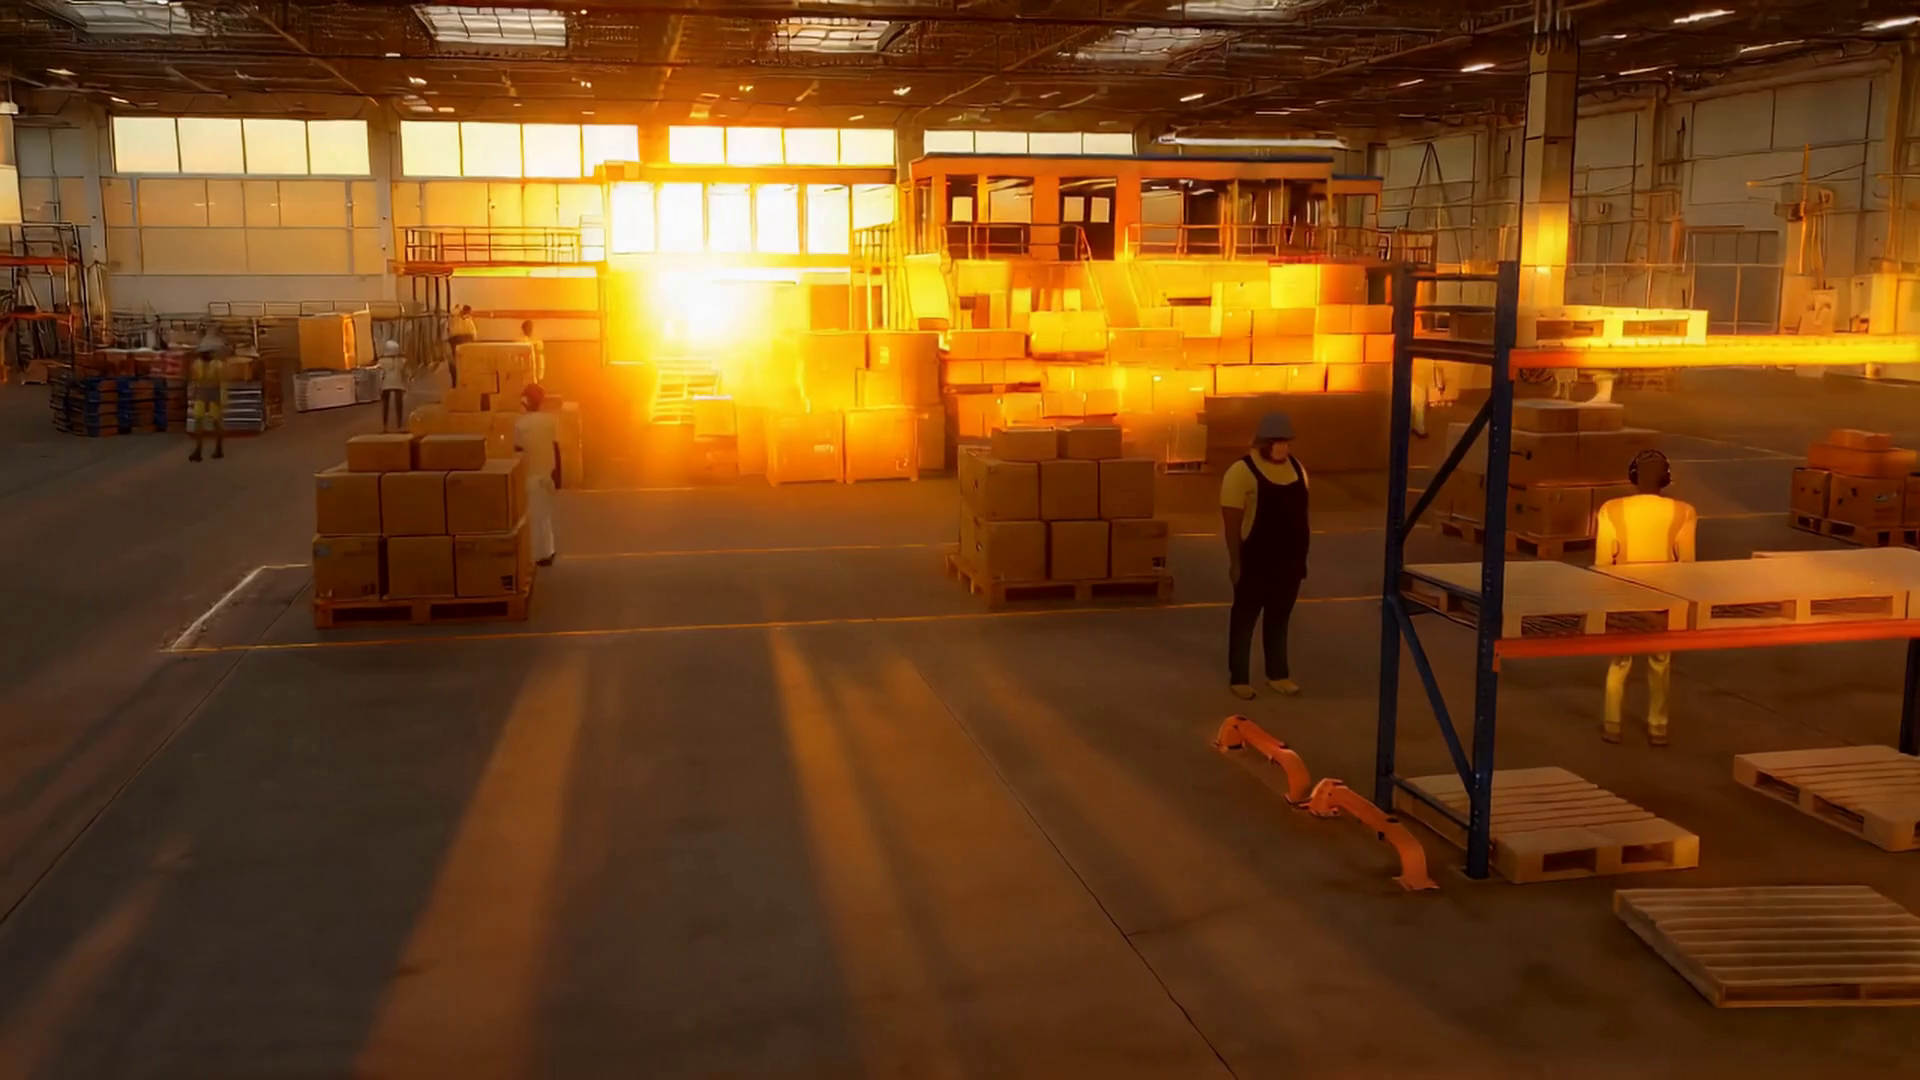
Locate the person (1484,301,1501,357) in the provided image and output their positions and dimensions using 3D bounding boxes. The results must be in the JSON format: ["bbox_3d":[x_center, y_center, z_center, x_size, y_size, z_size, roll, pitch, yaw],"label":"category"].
[{"bbox_3d":[17.563,-6.936,54.926,0.619,1.892,1.059,7,11,35],"label":"person"}]

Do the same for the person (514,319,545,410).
[{"bbox_3d":[-8.762,-3.518,33.852,0.608,1.963,0.369,0,9,-1],"label":"person"}]

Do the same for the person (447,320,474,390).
[{"bbox_3d":[-10.550,-3.708,35.210,0.588,1.905,0.441,-5,10,-26],"label":"person"}]

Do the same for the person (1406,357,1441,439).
[{"bbox_3d":[8.153,-2.770,29.465,0.632,1.913,0.811,-2,10,-12],"label":"person"}]

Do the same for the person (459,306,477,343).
[{"bbox_3d":[-14.800,-6.123,50.094,0.508,1.847,0.345,0,9,-2],"label":"person"}]

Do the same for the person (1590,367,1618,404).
[{"bbox_3d":[12.465,-3.189,32.315,0.774,1.817,0.622,-2,10,-14],"label":"person"}]

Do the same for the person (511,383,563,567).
[{"bbox_3d":[-4.296,-0.650,16.729,0.510,1.853,0.513,8,12,39],"label":"person"}]

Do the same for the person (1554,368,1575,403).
[{"bbox_3d":[11.039,-2.943,30.429,0.552,1.934,0.373,-8,12,-41],"label":"person"}]

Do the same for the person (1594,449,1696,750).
[{"bbox_3d":[4.250,0.375,10.369,0.585,1.881,0.343,3,10,17],"label":"person"}]

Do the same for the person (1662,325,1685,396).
[{"bbox_3d":[16.752,-4.229,38.895,0.562,1.724,0.499,-5,10,-27],"label":"person"}]

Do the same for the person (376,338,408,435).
[{"bbox_3d":[-9.919,-2.636,29.084,0.524,1.769,0.309,-8,12,-39],"label":"person"}]

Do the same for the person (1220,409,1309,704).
[{"bbox_3d":[2.168,0.106,11.528,0.673,2.000,0.535,-5,11,-27],"label":"person"}]

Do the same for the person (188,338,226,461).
[{"bbox_3d":[-11.683,-2.161,25.753,0.579,1.902,0.911,0,9,1],"label":"person"}]
